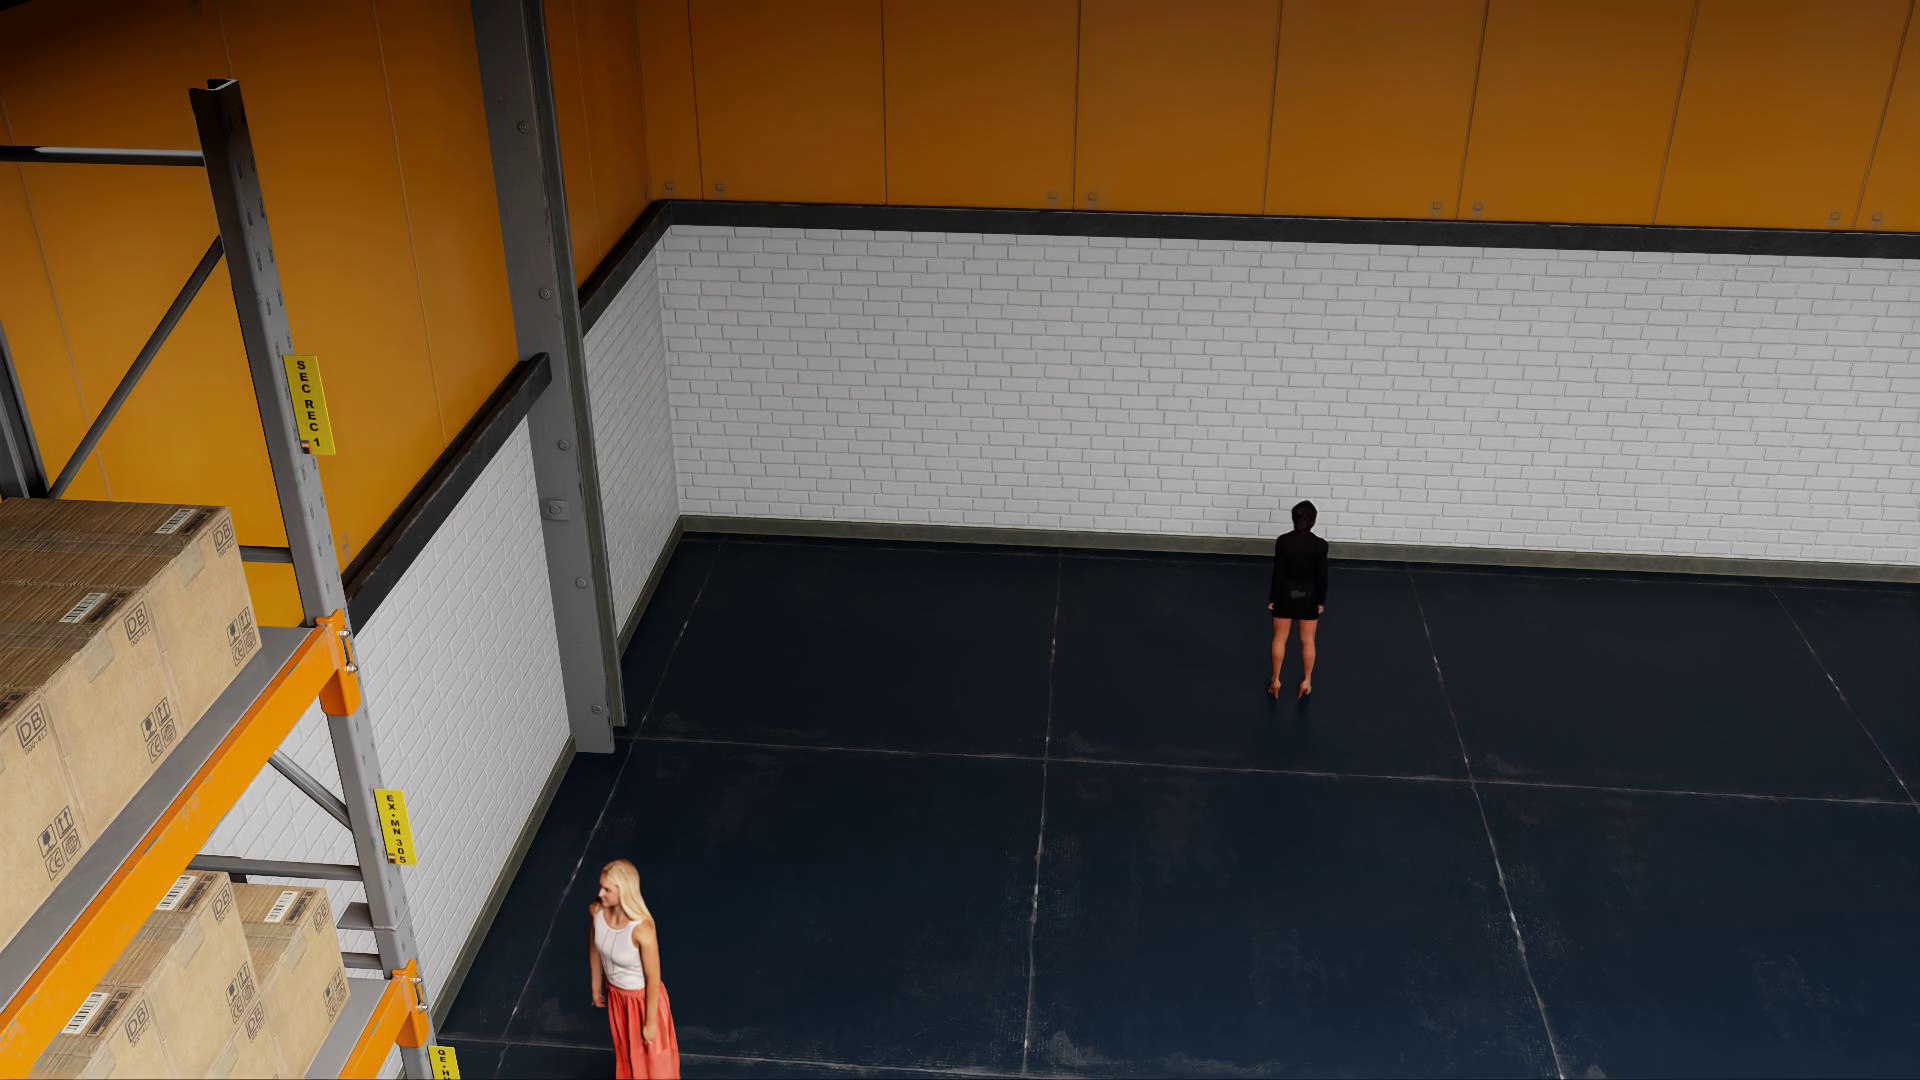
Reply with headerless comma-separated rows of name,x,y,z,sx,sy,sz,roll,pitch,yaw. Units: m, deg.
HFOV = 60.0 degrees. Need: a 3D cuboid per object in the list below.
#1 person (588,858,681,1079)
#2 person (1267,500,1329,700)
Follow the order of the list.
person,-1.679,2.368,8.576,0.722,1.803,0.745,20,34,32
person,2.483,0.452,12.260,0.584,1.639,0.631,5,29,9
